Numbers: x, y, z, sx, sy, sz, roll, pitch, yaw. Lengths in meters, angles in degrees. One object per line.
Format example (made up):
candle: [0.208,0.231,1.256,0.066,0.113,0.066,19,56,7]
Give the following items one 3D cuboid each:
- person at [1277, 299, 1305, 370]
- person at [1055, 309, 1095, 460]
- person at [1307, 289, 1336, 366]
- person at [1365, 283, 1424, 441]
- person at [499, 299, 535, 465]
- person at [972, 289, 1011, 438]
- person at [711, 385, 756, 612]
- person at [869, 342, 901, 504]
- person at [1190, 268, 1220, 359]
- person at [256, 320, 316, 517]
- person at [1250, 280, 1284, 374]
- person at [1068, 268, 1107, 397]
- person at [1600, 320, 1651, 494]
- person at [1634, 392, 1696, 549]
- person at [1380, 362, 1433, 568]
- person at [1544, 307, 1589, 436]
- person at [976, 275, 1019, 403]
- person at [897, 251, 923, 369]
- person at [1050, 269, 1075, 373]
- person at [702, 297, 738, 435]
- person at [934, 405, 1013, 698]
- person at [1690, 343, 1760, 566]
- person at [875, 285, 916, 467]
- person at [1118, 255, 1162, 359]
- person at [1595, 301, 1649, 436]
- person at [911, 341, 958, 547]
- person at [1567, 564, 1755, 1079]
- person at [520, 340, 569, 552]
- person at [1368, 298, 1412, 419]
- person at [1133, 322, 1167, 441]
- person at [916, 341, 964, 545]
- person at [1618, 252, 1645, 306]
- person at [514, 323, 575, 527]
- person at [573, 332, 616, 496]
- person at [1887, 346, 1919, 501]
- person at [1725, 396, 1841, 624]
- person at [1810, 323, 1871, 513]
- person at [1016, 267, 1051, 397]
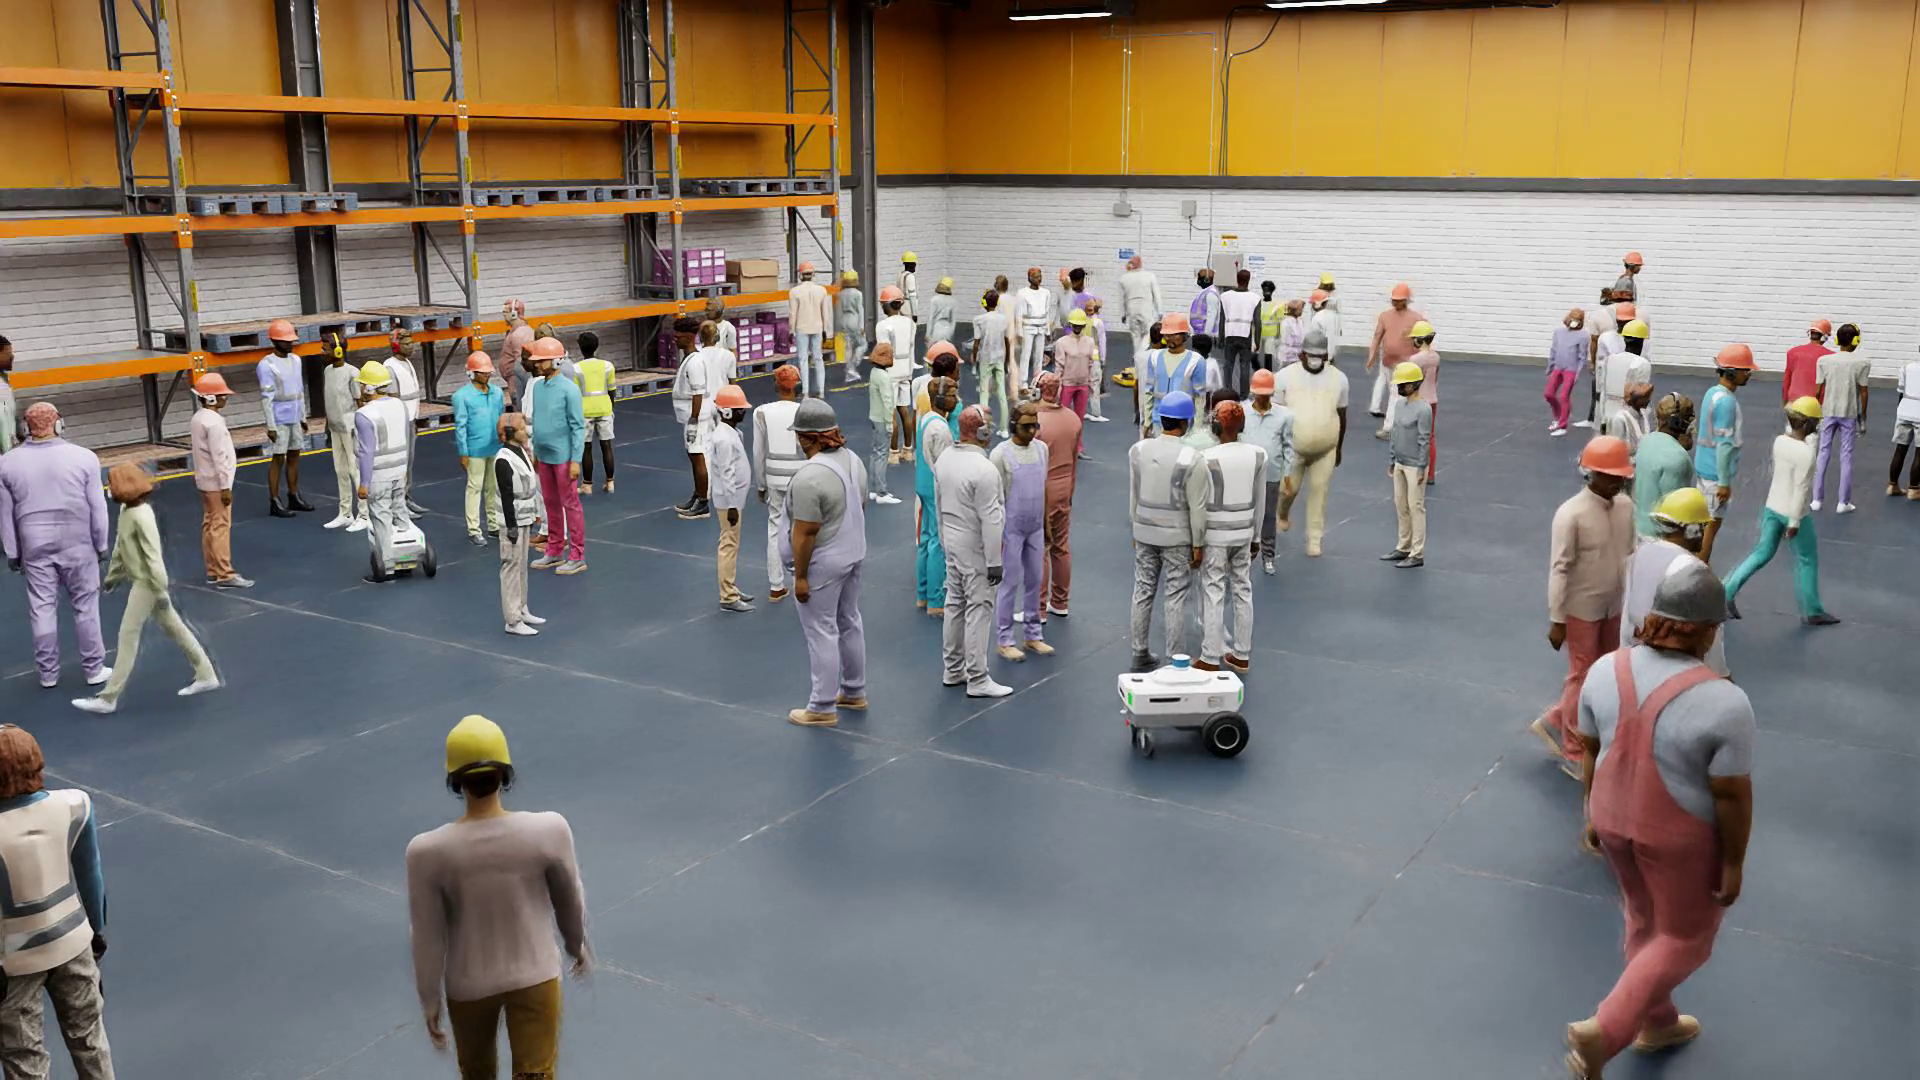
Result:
person: [4.394,-2.372,22.011,0.530,1.629,0.366,-12,18,-43]
person: [1.329,-1.778,19.124,0.526,1.765,0.329,-7,15,-28]
person: [4.748,-2.489,22.287,0.606,1.727,0.575,8,15,30]
person: [5.455,-2.235,20.753,1.075,1.935,0.629,-12,18,-43]
person: [-4.942,-1.733,18.619,0.409,1.907,0.649,-2,13,-10]
person: [0.392,-2.187,20.703,0.506,1.860,0.321,-4,14,-18]
person: [-1.751,-0.327,12.851,0.330,1.751,0.564,-2,13,-7]
person: [-0.778,-1.189,16.853,0.268,1.632,0.509,-4,14,-17]
person: [3.627,-3.107,24.720,0.429,1.844,0.625,-1,13,-3]
person: [-6.548,-1.182,16.199,0.416,1.927,0.548,4,14,18]
person: [4.526,-3.021,24.695,0.546,1.675,0.374,6,14,23]
person: [1.757,-2.977,24.049,0.877,1.915,0.605,-5,14,-19]
person: [6.486,-1.181,16.217,0.397,1.917,0.586,-5,14,-20]
person: [4.695,-0.024,11.134,0.372,1.940,0.632,0,13,2]
person: [3.826,-0.645,14.229,0.345,1.758,0.532,-4,13,-15]
person: [7.614,-2.118,20.919,0.407,1.612,0.534,-9,16,-35]
person: [0.584,-2.892,23.901,0.523,1.798,0.882,-9,16,-33]
person: [-0.851,-3.808,27.573,0.365,1.928,0.586,-6,14,-25]
person: [1.796,-3.565,27.057,0.555,1.694,0.964,12,18,43]
person: [-2.876,-1.960,19.736,0.513,1.843,0.334,8,15,30]
person: [0.102,0.069,10.807,0.405,1.904,0.652,-8,15,-30]
person: [6.006,-0.535,13.122,0.395,2.042,0.611,3,13,14]
person: [-0.769,-1.857,18.854,0.388,2.041,0.615,10,16,37]
person: [2.959,-3.742,27.396,0.717,1.879,0.539,4,14,17]
person: [7.433,-1.750,18.717,0.550,1.908,0.851,6,14,23]
person: [-0.198,-0.836,14.822,0.521,1.865,0.328,-9,16,-35]
person: [2.598,1.060,6.210,0.833,2.000,0.692,-7,15,-28]
person: [-3.715,-0.836,14.800,0.357,1.879,0.568,-8,15,-32]
person: [5.876,-2.498,22.262,0.932,1.768,0.571,-9,16,-34]
person: [1.958,-1.258,16.686,0.523,1.854,0.346,12,18,43]
person: [-0.160,-0.632,13.645,0.391,1.995,0.613,-5,14,-22]
person: [10.283,-3.426,25.678,0.426,2.039,0.625,4,14,16]
person: [-3.875,-1.083,15.726,0.635,1.939,0.367,4,13,15]
person: [-3.805,-1.304,17.214,0.535,1.699,0.318,-9,16,-35]
person: [9.772,-1.235,16.943,0.319,1.686,0.539,-5,14,-22]
person: [6.167,-0.226,12.471,0.846,1.728,0.522,-1,13,-6]
person: [8.673,-1.201,16.406,0.518,1.865,0.327,10,16,36]
person: [1.081,-3.038,24.326,0.574,1.885,0.355,-8,15,-31]
